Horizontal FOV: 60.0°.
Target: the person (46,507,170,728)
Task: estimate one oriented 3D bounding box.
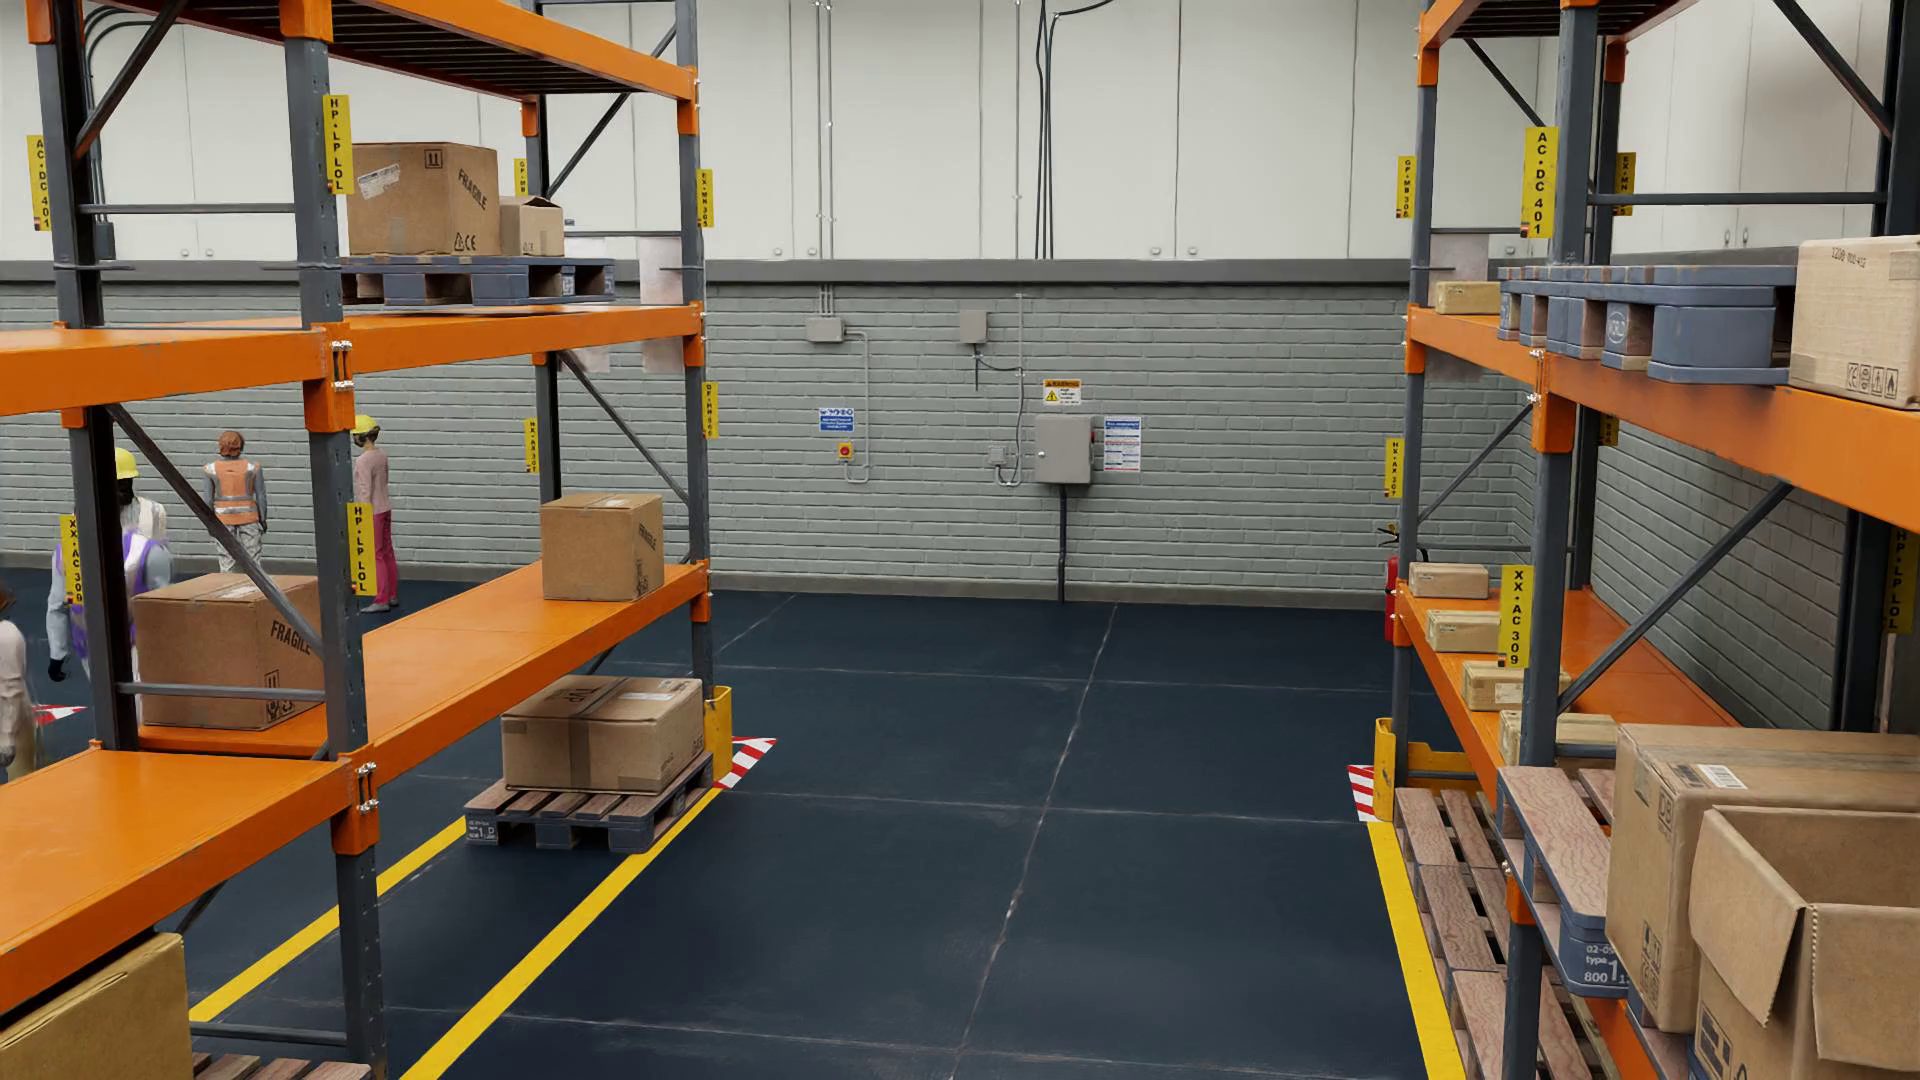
[{"bbox_3d":[-4.766,0.632,9.298,0.637,1.810,0.792,1,9,4],"label":"person"}]

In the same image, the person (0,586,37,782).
[{"bbox_3d":[-4.672,0.934,8.029,0.513,1.612,0.527,4,10,21],"label":"person"}]

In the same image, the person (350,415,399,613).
[{"bbox_3d":[-5.233,-0.233,14.779,0.329,1.763,0.533,0,9,3],"label":"person"}]

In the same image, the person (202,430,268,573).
[{"bbox_3d":[-6.359,-0.145,14.626,0.515,1.641,0.309,-3,10,-20],"label":"person"}]

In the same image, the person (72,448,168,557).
[{"bbox_3d":[-5.277,0.373,10.546,0.370,1.927,0.588,7,12,37],"label":"person"}]
